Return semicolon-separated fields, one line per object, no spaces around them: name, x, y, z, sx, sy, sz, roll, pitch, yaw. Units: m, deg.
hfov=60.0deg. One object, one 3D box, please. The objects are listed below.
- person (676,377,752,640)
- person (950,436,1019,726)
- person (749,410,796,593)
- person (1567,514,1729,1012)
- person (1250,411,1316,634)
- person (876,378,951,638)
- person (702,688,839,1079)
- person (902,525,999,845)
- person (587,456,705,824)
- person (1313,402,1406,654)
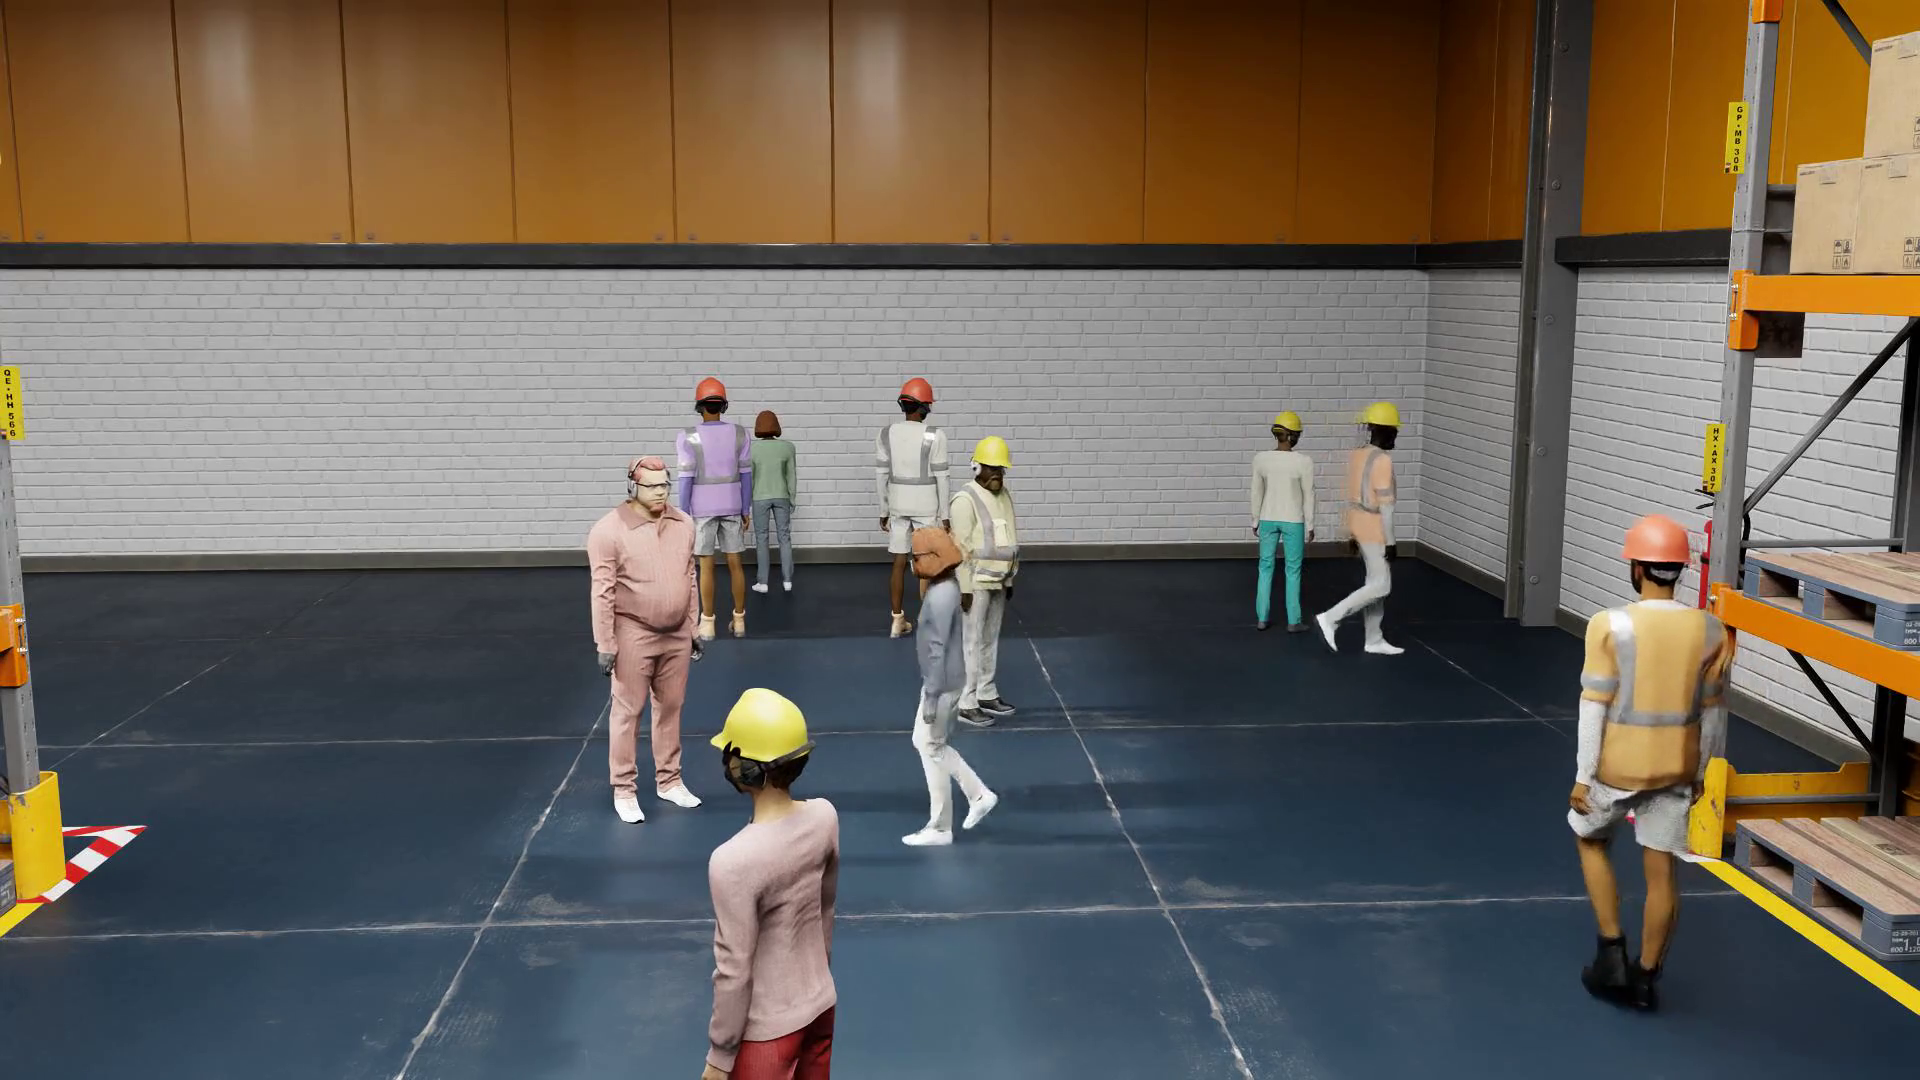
person;-1.916;-0.240;12.957;0.605;2.045;0.386;-5;10;-27
person;0.171;0.249;10.570;0.404;1.824;0.591;5;11;30
person;-1.707;-0.343;14.890;0.501;1.631;0.287;-4;10;-22
person;2.632;0.858;6.440;0.579;1.921;0.462;0;9;-1
person;2.567;-0.139;13.200;0.533;1.765;0.324;6;11;31
person;-0.345;-0.243;12.974;0.616;2.041;0.382;4;10;24
person;-0.501;1.258;4.410;0.306;1.772;0.525;4;10;26
person;-0.083;0.725;8.209;0.394;1.616;0.517;1;9;4
person;-1.608;0.507;8.701;0.651;1.904;0.403;-9;13;-44
person;2.985;-0.067;12.285;0.642;1.909;0.596;0;9;-3
